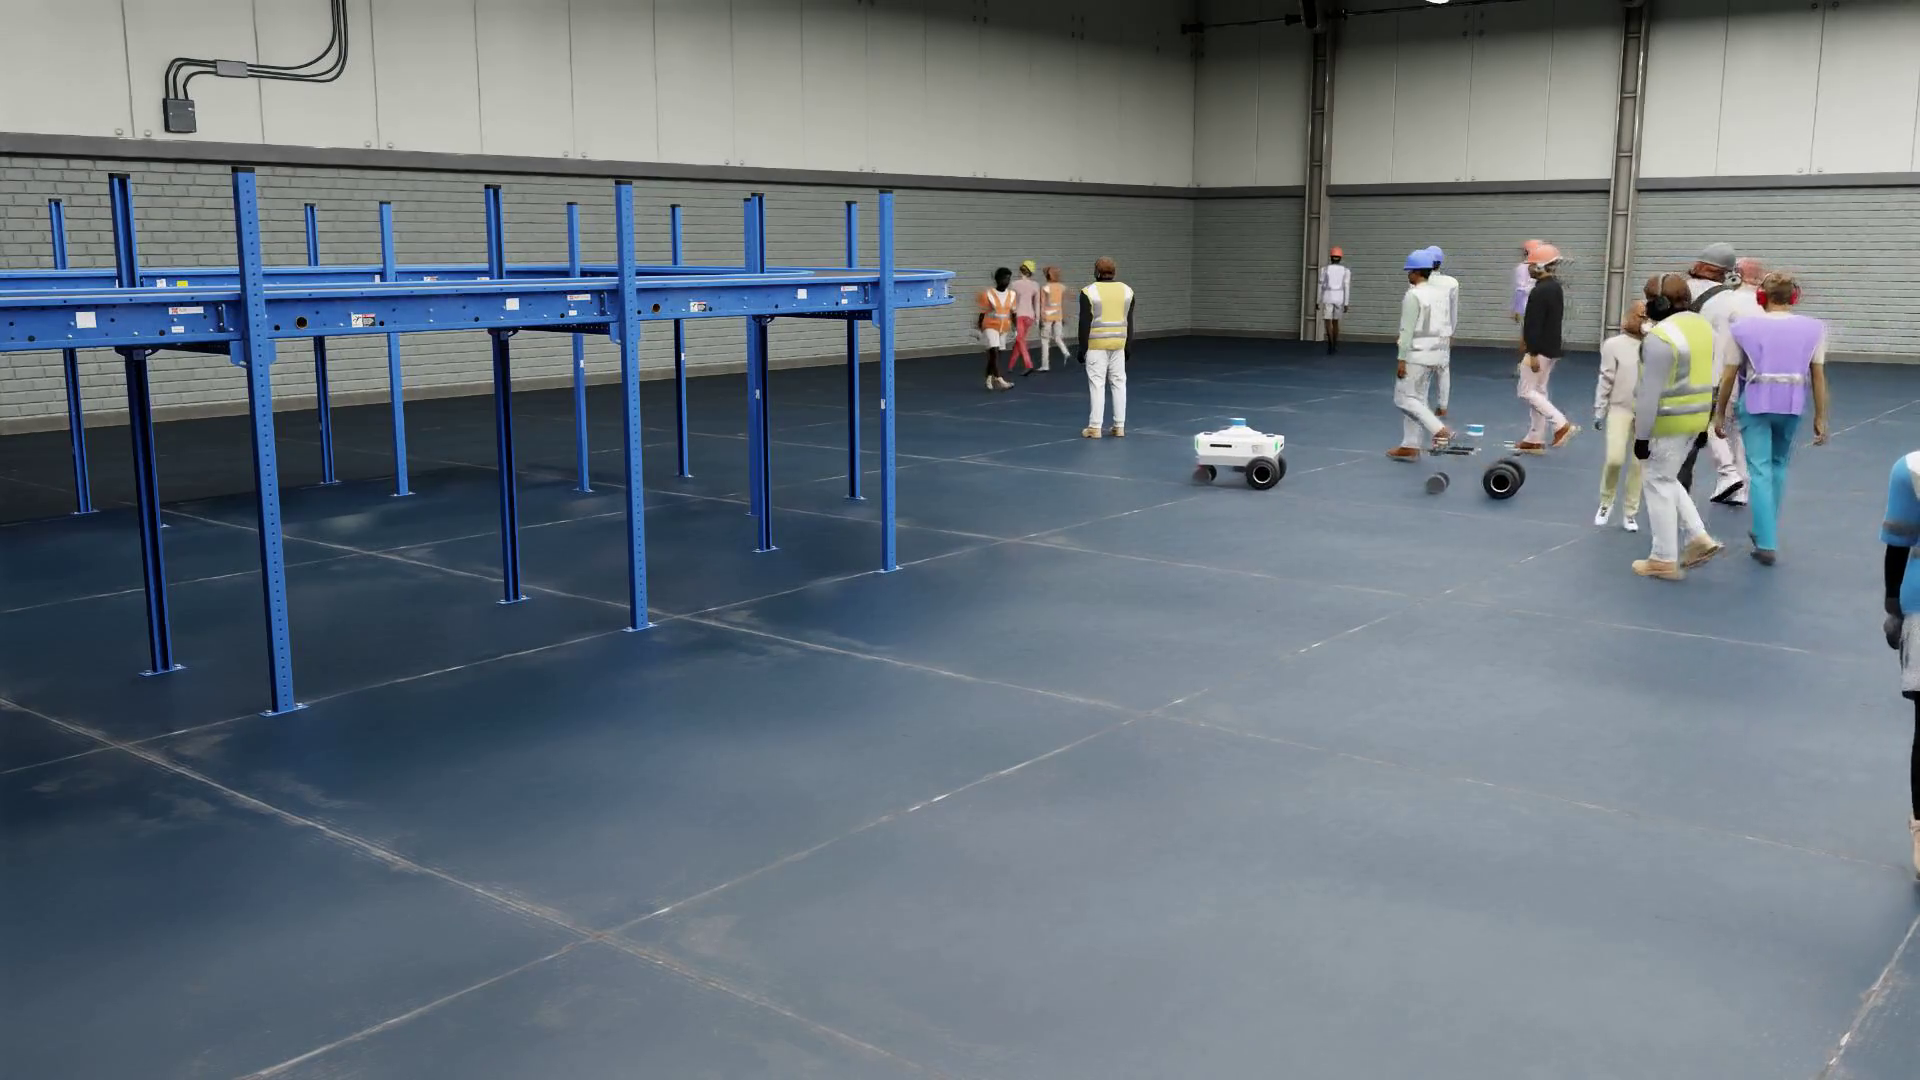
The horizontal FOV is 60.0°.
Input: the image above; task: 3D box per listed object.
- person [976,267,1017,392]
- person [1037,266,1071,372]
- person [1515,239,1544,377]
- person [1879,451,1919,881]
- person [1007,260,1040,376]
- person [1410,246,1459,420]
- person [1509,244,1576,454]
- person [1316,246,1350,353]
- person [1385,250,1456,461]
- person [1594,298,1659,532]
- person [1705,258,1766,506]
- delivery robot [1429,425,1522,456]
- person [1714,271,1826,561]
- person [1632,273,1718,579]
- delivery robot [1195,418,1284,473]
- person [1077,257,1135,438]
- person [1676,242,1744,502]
[{"bbox_3d":[0.493,-2.800,22.162,0.560,1.642,0.896,-6,12,-31],"label":"person"},{"bbox_3d":[1.434,-3.383,25.500,0.532,1.620,0.532,-7,12,-34],"label":"person"},{"bbox_3d":[8.443,-3.390,24.423,0.584,2.025,0.644,9,13,40],"label":"person"},{"bbox_3d":[3.244,0.243,5.332,0.548,1.646,0.897,5,11,24],"label":"person"},{"bbox_3d":[0.932,-3.344,25.051,0.527,1.717,0.780,-6,12,-29],"label":"person"},{"bbox_3d":[5.318,-2.333,18.776,0.602,1.949,0.393,-2,10,-13],"label":"person"},{"bbox_3d":[5.535,-1.787,15.680,0.574,1.981,0.628,9,13,39],"label":"person"},{"bbox_3d":[6.686,-4.279,29.697,0.547,1.908,0.828,0,10,0],"label":"person"},{"bbox_3d":[4.215,-1.663,15.125,0.610,1.927,0.623,8,13,38],"label":"person"},{"bbox_3d":[4.687,-0.862,11.547,0.510,1.618,0.392,2,11,13],"label":"person"},{"bbox_3d":[5.934,-1.203,12.699,0.690,1.882,0.418,-3,11,-18],"label":"person"},{"bbox_3d":[4.142,-0.809,13.336,0.698,0.223,0.335,5,11,24],"label":"delivery robot"},{"bbox_3d":[5.174,-0.808,10.705,0.596,1.804,0.879,1,10,6],"label":"person"},{"bbox_3d":[4.220,-0.669,9.911,0.647,1.820,0.431,-8,13,-38],"label":"person"},{"bbox_3d":[2.319,-0.768,13.832,0.707,0.478,0.477,3,11,18],"label":"delivery robot"},{"bbox_3d":[1.480,-1.980,17.124,0.623,1.844,0.430,-4,11,-23],"label":"person"},{"bbox_3d":[5.645,-1.270,12.751,0.647,2.000,0.705,-9,14,-41],"label":"person"}]
